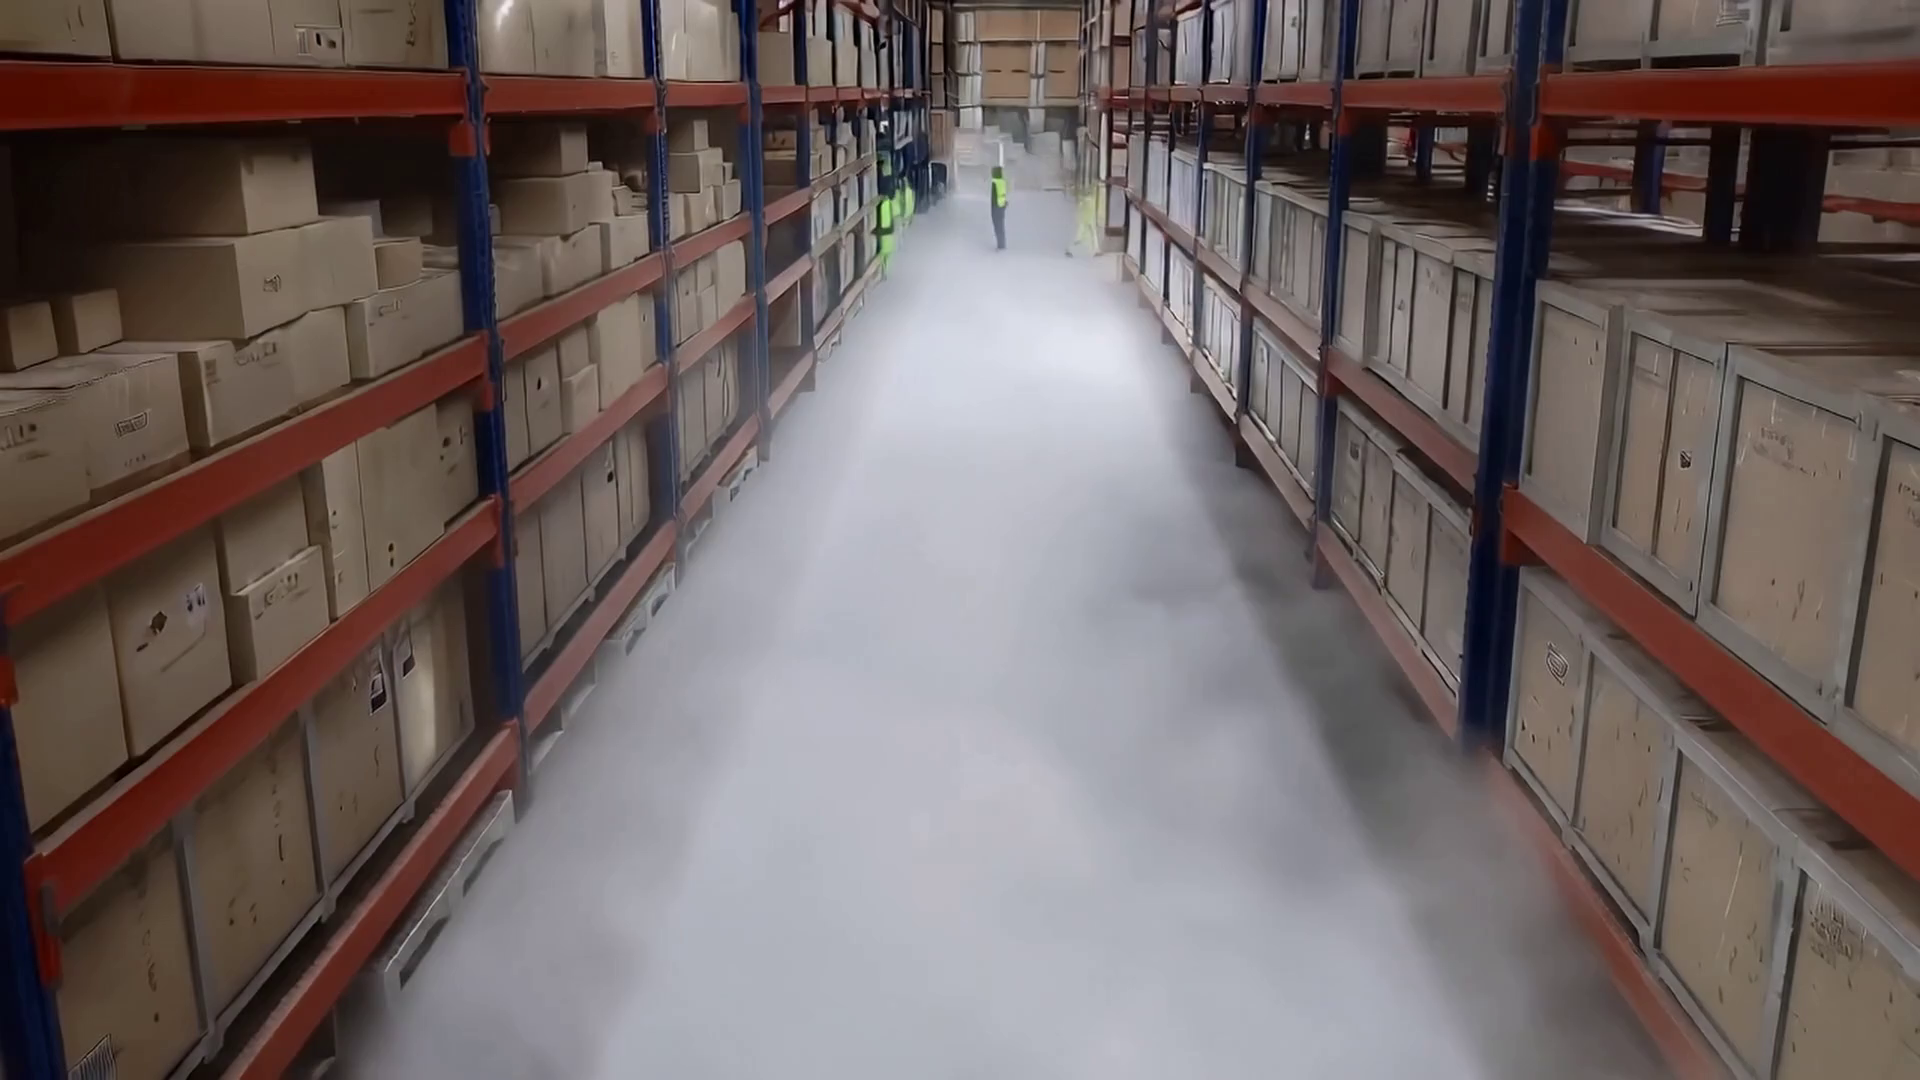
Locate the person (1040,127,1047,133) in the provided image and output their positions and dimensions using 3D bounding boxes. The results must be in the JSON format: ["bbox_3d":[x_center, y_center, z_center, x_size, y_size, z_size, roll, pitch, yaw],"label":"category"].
[{"bbox_3d":[4.714,-22.206,92.811,0.546,1.616,0.596,10,18,33],"label":"person"}]

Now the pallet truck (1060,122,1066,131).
[{"bbox_3d":[5.788,-21.111,88.014,1.885,1.965,0.823,5,16,18],"label":"pallet truck"}]

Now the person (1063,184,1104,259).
[{"bbox_3d":[2.639,-6.825,35.627,0.855,1.595,0.500,-1,15,-2],"label":"person"}]

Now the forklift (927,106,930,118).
[{"bbox_3d":[-1.931,-21.332,87.160,1.129,2.768,1.873,0,15,2],"label":"forklift"}]

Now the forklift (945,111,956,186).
[{"bbox_3d":[-0.394,-14.658,62.330,1.873,2.768,1.129,0,15,1],"label":"forklift"}]

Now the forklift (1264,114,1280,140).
[{"bbox_3d":[11.020,-13.935,59.639,1.129,2.768,1.873,0,15,2],"label":"forklift"}]

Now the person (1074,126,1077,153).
[{"bbox_3d":[6.019,-19.971,83.936,0.828,1.920,0.637,-7,17,-25],"label":"person"}]

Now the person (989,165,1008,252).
[{"bbox_3d":[0.874,-7.413,37.200,0.372,1.916,0.596,6,16,21],"label":"person"}]

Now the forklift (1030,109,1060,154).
[{"bbox_3d":[3.954,-16.817,70.363,1.873,2.768,1.129,-2,15,-6],"label":"forklift"}]

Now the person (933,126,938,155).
[{"bbox_3d":[-1.234,-18.862,79.757,0.635,1.938,0.361,9,18,31],"label":"person"}]
